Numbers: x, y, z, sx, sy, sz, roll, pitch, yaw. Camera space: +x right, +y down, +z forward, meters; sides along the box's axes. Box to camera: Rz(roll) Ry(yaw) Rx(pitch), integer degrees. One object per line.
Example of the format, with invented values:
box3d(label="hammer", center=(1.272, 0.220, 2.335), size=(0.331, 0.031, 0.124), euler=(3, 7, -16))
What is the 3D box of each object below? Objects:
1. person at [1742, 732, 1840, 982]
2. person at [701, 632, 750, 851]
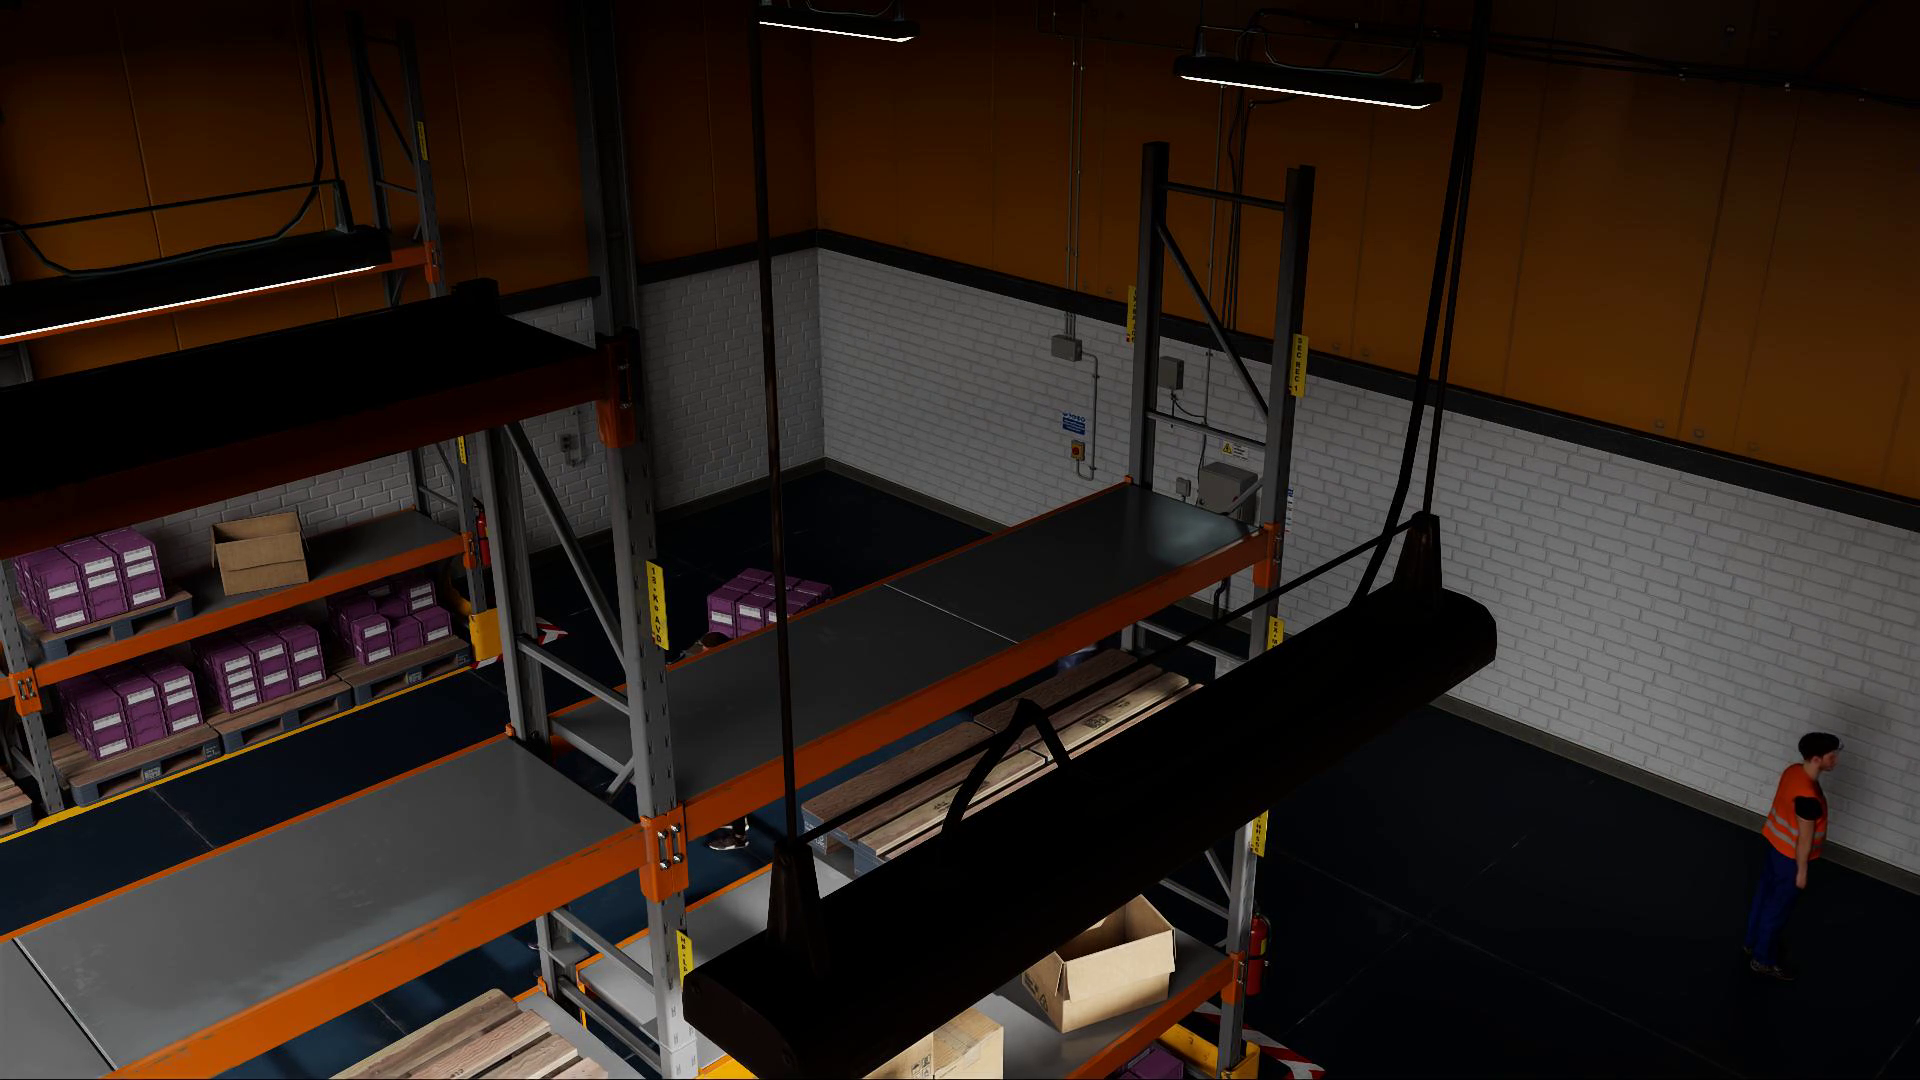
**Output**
box3d(label="person", center=(5.794, 2.171, 11.623), size=(0.851, 1.888, 0.750), euler=(6, 24, 13))
box3d(label="person", center=(-1.847, 1.561, 13.064), size=(0.793, 1.851, 0.744), euler=(-1, 24, -2))
